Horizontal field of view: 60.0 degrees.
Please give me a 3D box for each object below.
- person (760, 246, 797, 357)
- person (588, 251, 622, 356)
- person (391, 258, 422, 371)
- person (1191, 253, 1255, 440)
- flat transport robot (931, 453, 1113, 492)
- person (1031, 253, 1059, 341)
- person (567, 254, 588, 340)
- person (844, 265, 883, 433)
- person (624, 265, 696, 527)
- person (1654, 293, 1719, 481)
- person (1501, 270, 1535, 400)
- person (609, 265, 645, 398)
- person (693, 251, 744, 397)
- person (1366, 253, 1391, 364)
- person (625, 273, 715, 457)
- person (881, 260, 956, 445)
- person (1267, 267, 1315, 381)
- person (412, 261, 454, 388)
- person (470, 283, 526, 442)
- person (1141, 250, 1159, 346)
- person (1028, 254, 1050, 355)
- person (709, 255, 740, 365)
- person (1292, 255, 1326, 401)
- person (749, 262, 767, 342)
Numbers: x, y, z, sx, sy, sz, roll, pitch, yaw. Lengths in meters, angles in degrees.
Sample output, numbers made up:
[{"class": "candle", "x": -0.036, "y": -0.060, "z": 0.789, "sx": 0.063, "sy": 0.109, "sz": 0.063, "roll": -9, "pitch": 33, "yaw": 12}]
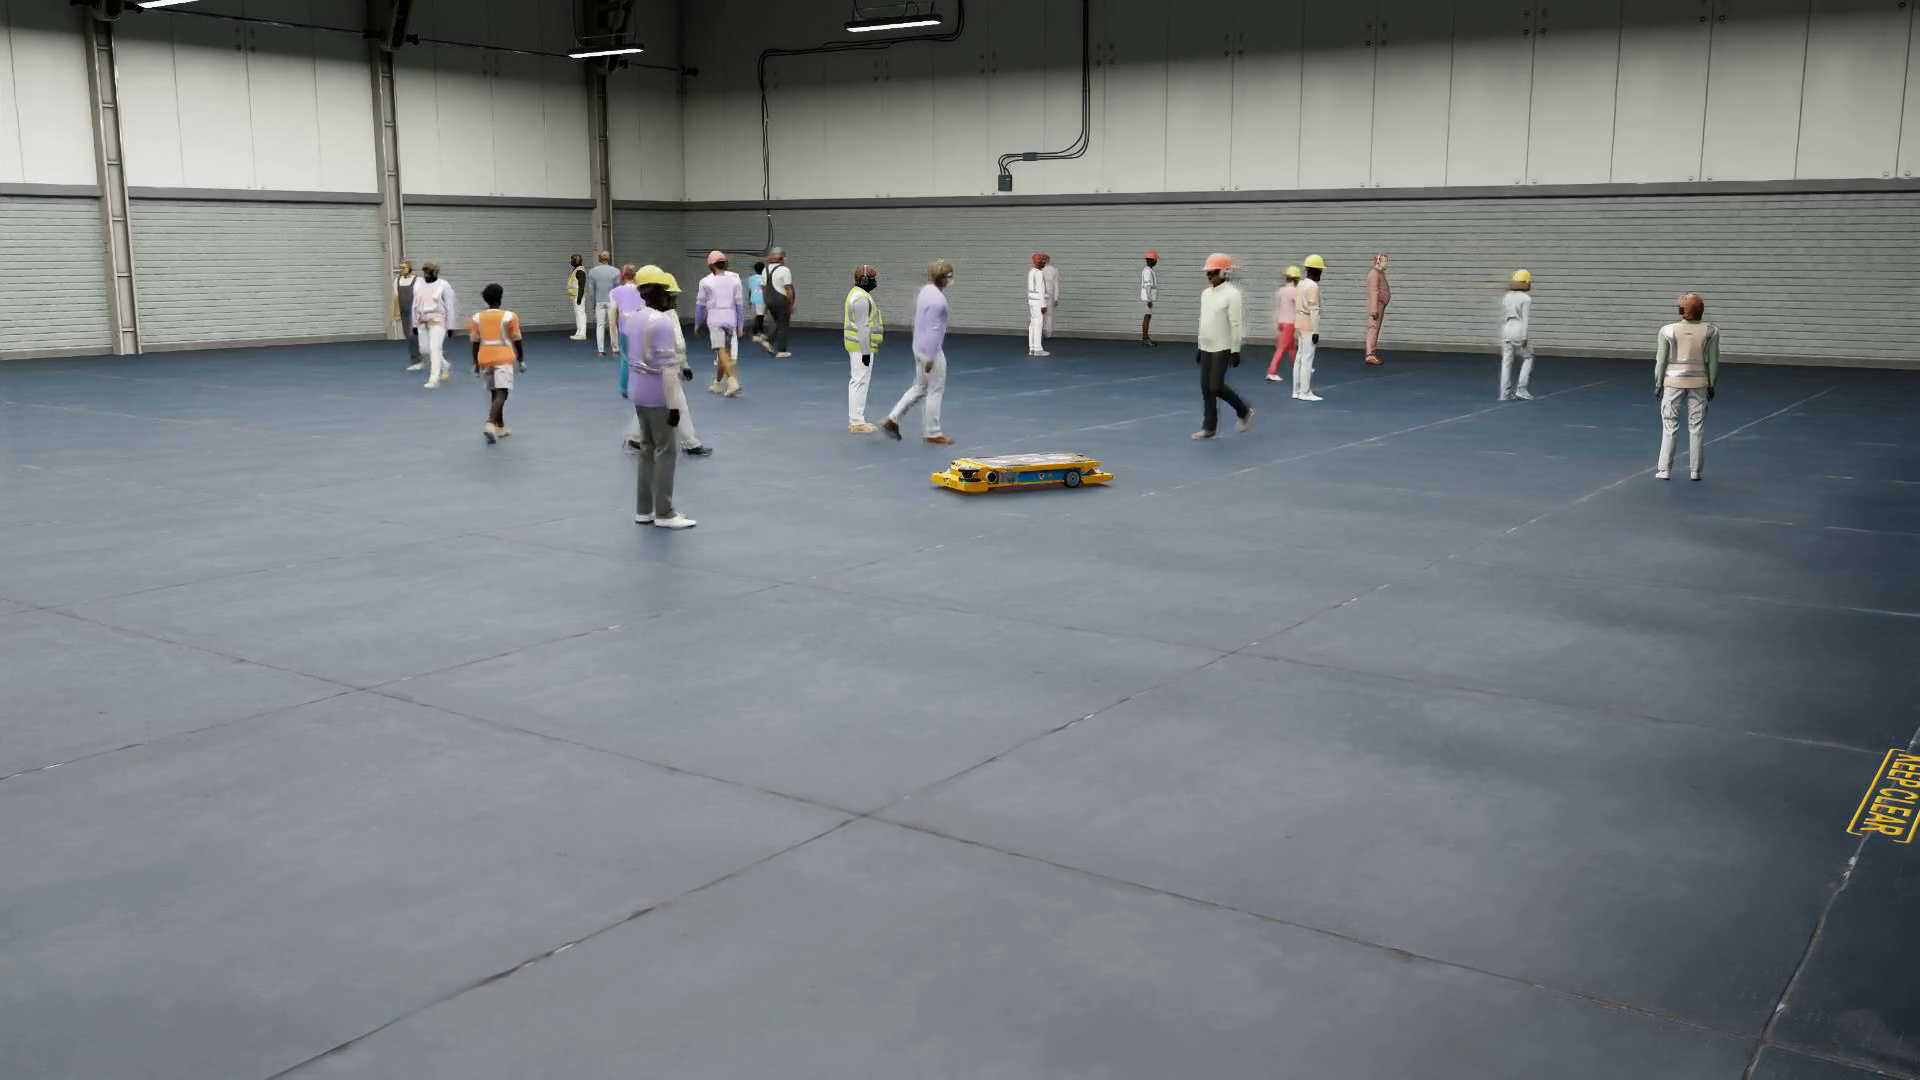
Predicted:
[{"class": "person", "x": -3.269, "y": -4.366, "z": 30.444, "sx": 0.538, "sy": 2.000, "sz": 0.689, "roll": -10, "pitch": 14, "yaw": -43}, {"class": "person", "x": -6.503, "y": -4.346, "z": 30.618, "sx": 0.631, "sy": 1.939, "sz": 0.370, "roll": 1, "pitch": 10, "yaw": 4}, {"class": "person", "x": -8.942, "y": -3.631, "z": 26.923, "sx": 0.502, "sy": 1.826, "sz": 0.568, "roll": 3, "pitch": 11, "yaw": 18}, {"class": "person", "x": 2.767, "y": -2.039, "z": 17.588, "sx": 0.589, "sy": 1.977, "sz": 0.619, "roll": -5, "pitch": 11, "yaw": -24}, {"class": "flat transport robot", "x": 0.535, "y": -0.592, "z": 14.260, "sx": 1.431, "sy": 0.197, "sz": 0.652, "roll": -5, "pitch": 11, "yaw": -26}, {"class": "person", "x": 1.788, "y": -5.178, "z": 35.483, "sx": 0.655, "sy": 1.868, "sz": 0.954, "roll": 2, "pitch": 10, "yaw": 10}, {"class": "person", "x": -8.276, "y": -5.260, "z": 36.004, "sx": 0.429, "sy": 1.846, "sz": 0.625, "roll": -4, "pitch": 11, "yaw": -21}, {"class": "person", "x": -1.057, "y": -2.097, "z": 18.316, "sx": 0.430, "sy": 1.837, "sz": 0.626, "roll": -2, "pitch": 10, "yaw": -8}, {"class": "person", "x": -2.222, "y": -1.033, "z": 12.153, "sx": 0.386, "sy": 1.905, "sz": 0.635, "roll": -7, "pitch": 12, "yaw": -35}, {"class": "person", "x": 6.349, "y": -1.330, "z": 14.559, "sx": 0.515, "sy": 1.641, "sz": 0.309, "roll": 3, "pitch": 10, "yaw": 15}, {"class": "person", "x": 7.429, "y": -2.714, "z": 22.082, "sx": 0.524, "sy": 1.727, "sz": 0.487, "roll": -5, "pitch": 11, "yaw": -27}, {"class": "person", "x": -4.350, "y": -2.739, "z": 22.035, "sx": 0.559, "sy": 1.789, "sz": 0.979, "roll": -3, "pitch": 11, "yaw": -16}, {"class": "person", "x": -3.229, "y": -2.939, "z": 22.647, "sx": 0.624, "sy": 1.987, "sz": 1.063, "roll": -6, "pitch": 12, "yaw": -30}, {"class": "person", "x": 7.212, "y": -3.986, "z": 28.691, "sx": 0.402, "sy": 1.906, "sz": 0.649, "roll": 4, "pitch": 11, "yaw": 19}, {"class": "person", "x": -2.889, "y": -1.698, "z": 16.217, "sx": 0.924, "sy": 1.794, "sz": 0.594, "roll": 1, "pitch": 10, "yaw": 4}, {"class": "person", "x": -0.406, "y": -1.907, "z": 17.051, "sx": 0.683, "sy": 1.912, "sz": 0.646, "roll": -3, "pitch": 10, "yaw": -15}, {"class": "person", "x": 5.033, "y": -3.268, "z": 25.210, "sx": 0.946, "sy": 1.716, "sz": 0.528, "roll": -4, "pitch": 11, "yaw": -21}, {"class": "person", "x": -7.613, "y": -3.127, "z": 24.110, "sx": 0.636, "sy": 1.827, "sz": 0.697, "roll": 4, "pitch": 11, "yaw": 20}, {"class": "person", "x": -4.901, "y": -1.869, "z": 17.502, "sx": 0.533, "sy": 1.665, "sz": 0.818, "roll": 2, "pitch": 10, "yaw": 12}, {"class": "person", "x": 3.846, "y": -4.892, "z": 33.679, "sx": 0.353, "sy": 1.939, "sz": 0.544, "roll": 1, "pitch": 10, "yaw": 5}, {"class": "person", "x": 1.454, "y": -4.367, "z": 30.890, "sx": 0.355, "sy": 1.884, "sz": 0.575, "roll": -3, "pitch": 11, "yaw": -17}, {"class": "person", "x": -4.030, "y": -3.932, "z": 28.451, "sx": 0.584, "sy": 1.882, "sz": 0.339, "roll": -5, "pitch": 11, "yaw": -27}, {"class": "person", "x": 4.636, "y": -2.806, "z": 22.031, "sx": 0.386, "sy": 1.922, "sz": 0.594, "roll": -1, "pitch": 10, "yaw": -8}, {"class": "person", "x": -4.173, "y": -5.038, "z": 35.203, "sx": 0.665, "sy": 1.672, "sz": 0.561, "roll": -9, "pitch": 13, "yaw": -40}]
